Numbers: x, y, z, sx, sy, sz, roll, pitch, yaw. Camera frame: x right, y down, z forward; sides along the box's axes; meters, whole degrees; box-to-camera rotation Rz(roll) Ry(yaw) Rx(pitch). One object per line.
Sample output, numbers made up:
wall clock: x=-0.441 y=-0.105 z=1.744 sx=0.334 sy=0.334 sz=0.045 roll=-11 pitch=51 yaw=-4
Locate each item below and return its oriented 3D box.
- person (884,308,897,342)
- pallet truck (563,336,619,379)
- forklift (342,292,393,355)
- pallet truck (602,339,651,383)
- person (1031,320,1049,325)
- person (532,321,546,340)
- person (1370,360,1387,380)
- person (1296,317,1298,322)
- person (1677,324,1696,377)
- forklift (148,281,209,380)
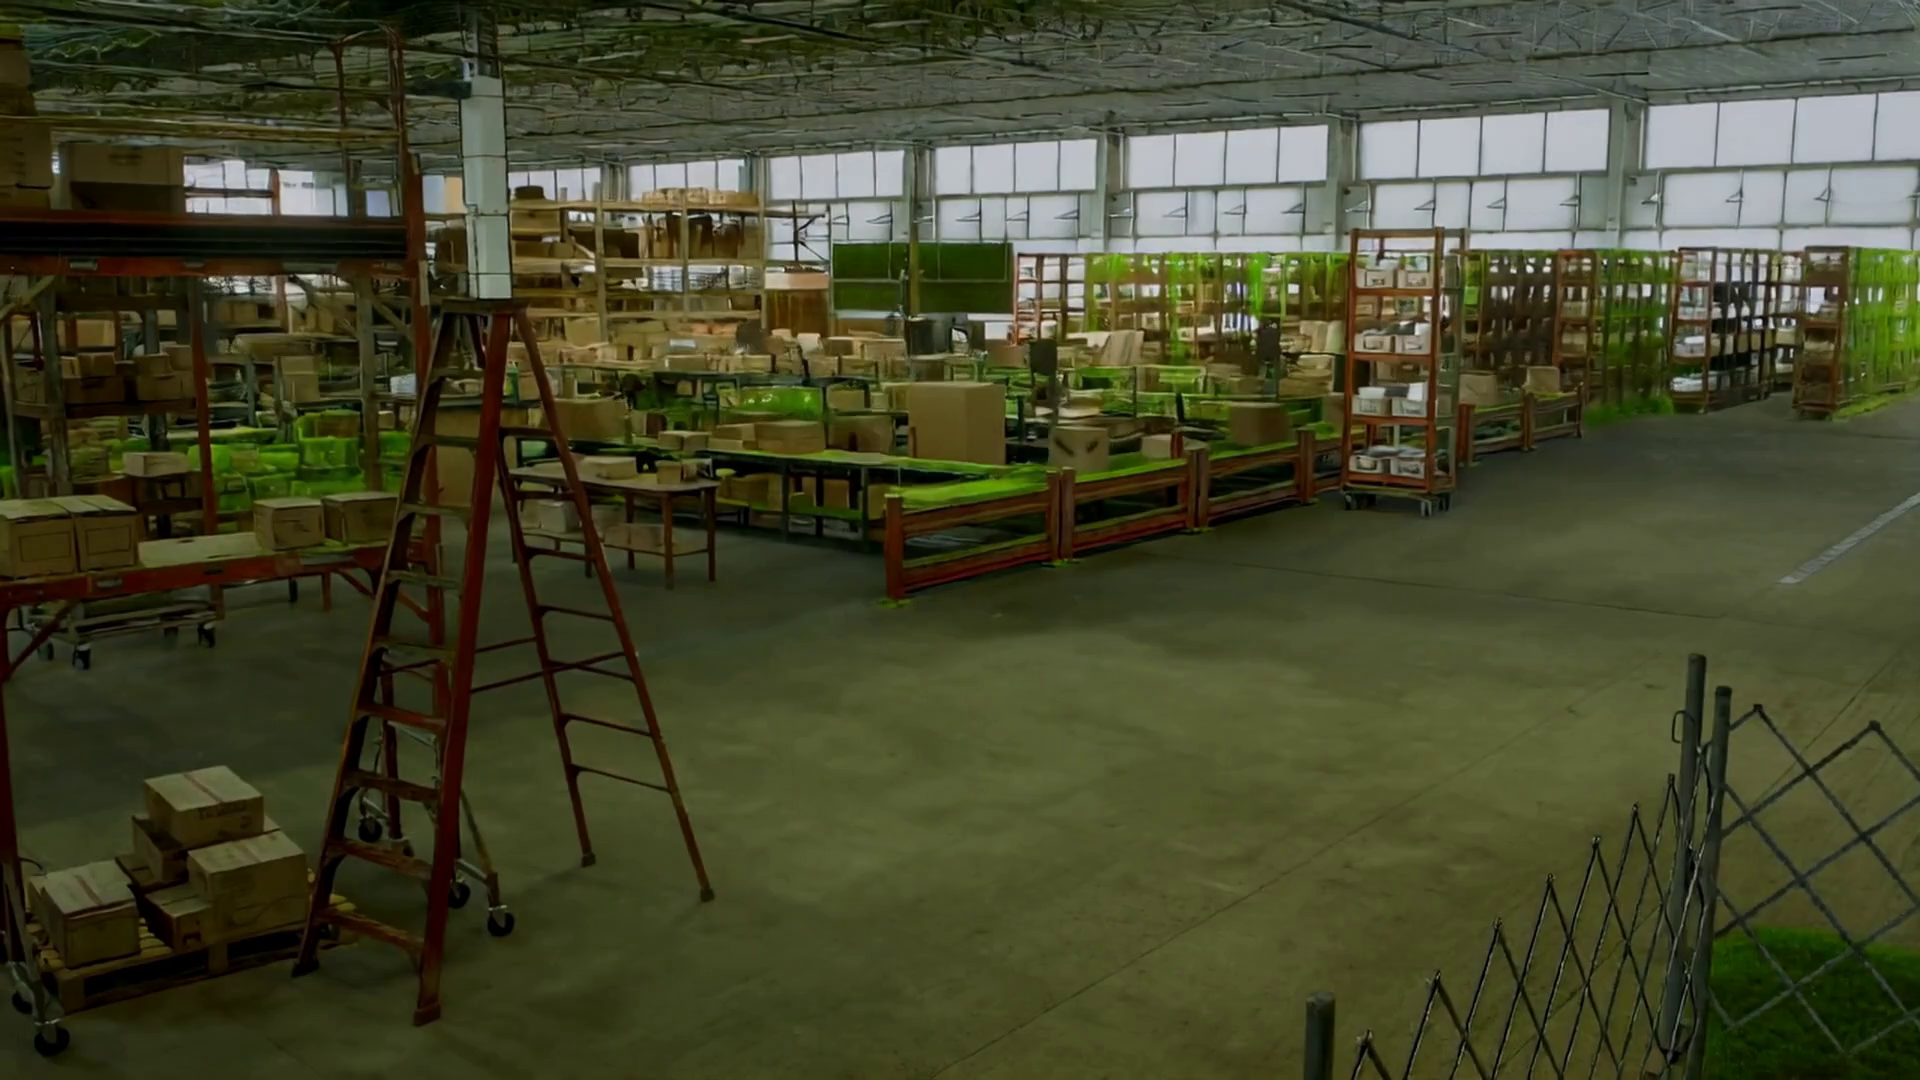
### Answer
person: x=-2.620 y=-7.998 z=63.546 sx=0.492 sy=1.721 sz=0.617 roll=-4 pitch=10 yaw=-24
pallet truck: x=-10.690 y=-5.294 z=48.215 sx=1.601 sy=1.201 sz=0.680 roll=-5 pitch=10 yaw=-26
forklift: x=-16.485 y=-5.622 z=45.120 sx=1.129 sy=2.768 sz=1.873 roll=7 pitch=11 yaw=37
pallet truck: x=-8.991 y=-4.871 z=45.351 sx=0.653 sy=1.274 sz=1.630 roll=7 pitch=11 yaw=37
person: x=2.515 y=-6.137 z=51.567 sx=0.662 sy=1.861 sz=1.011 roll=3 pitch=9 yaw=16
person: x=-12.497 y=-5.665 z=49.264 sx=0.498 sy=1.634 sz=0.279 roll=3 pitch=10 yaw=19
person: x=8.999 y=-3.598 z=35.925 sx=0.954 sy=1.786 sz=0.605 roll=6 pitch=11 yaw=35
person: x=10.331 y=-6.050 z=50.628 sx=0.434 sy=1.977 sz=0.602 roll=7 pitch=11 yaw=37
person: x=18.140 y=-4.532 z=41.527 sx=0.563 sy=1.848 sz=0.391 roll=-6 pitch=11 yaw=-35
forklift: x=-20.629 y=-5.522 z=44.493 sx=1.129 sy=2.768 sz=1.873 roll=7 pitch=11 yaw=37
